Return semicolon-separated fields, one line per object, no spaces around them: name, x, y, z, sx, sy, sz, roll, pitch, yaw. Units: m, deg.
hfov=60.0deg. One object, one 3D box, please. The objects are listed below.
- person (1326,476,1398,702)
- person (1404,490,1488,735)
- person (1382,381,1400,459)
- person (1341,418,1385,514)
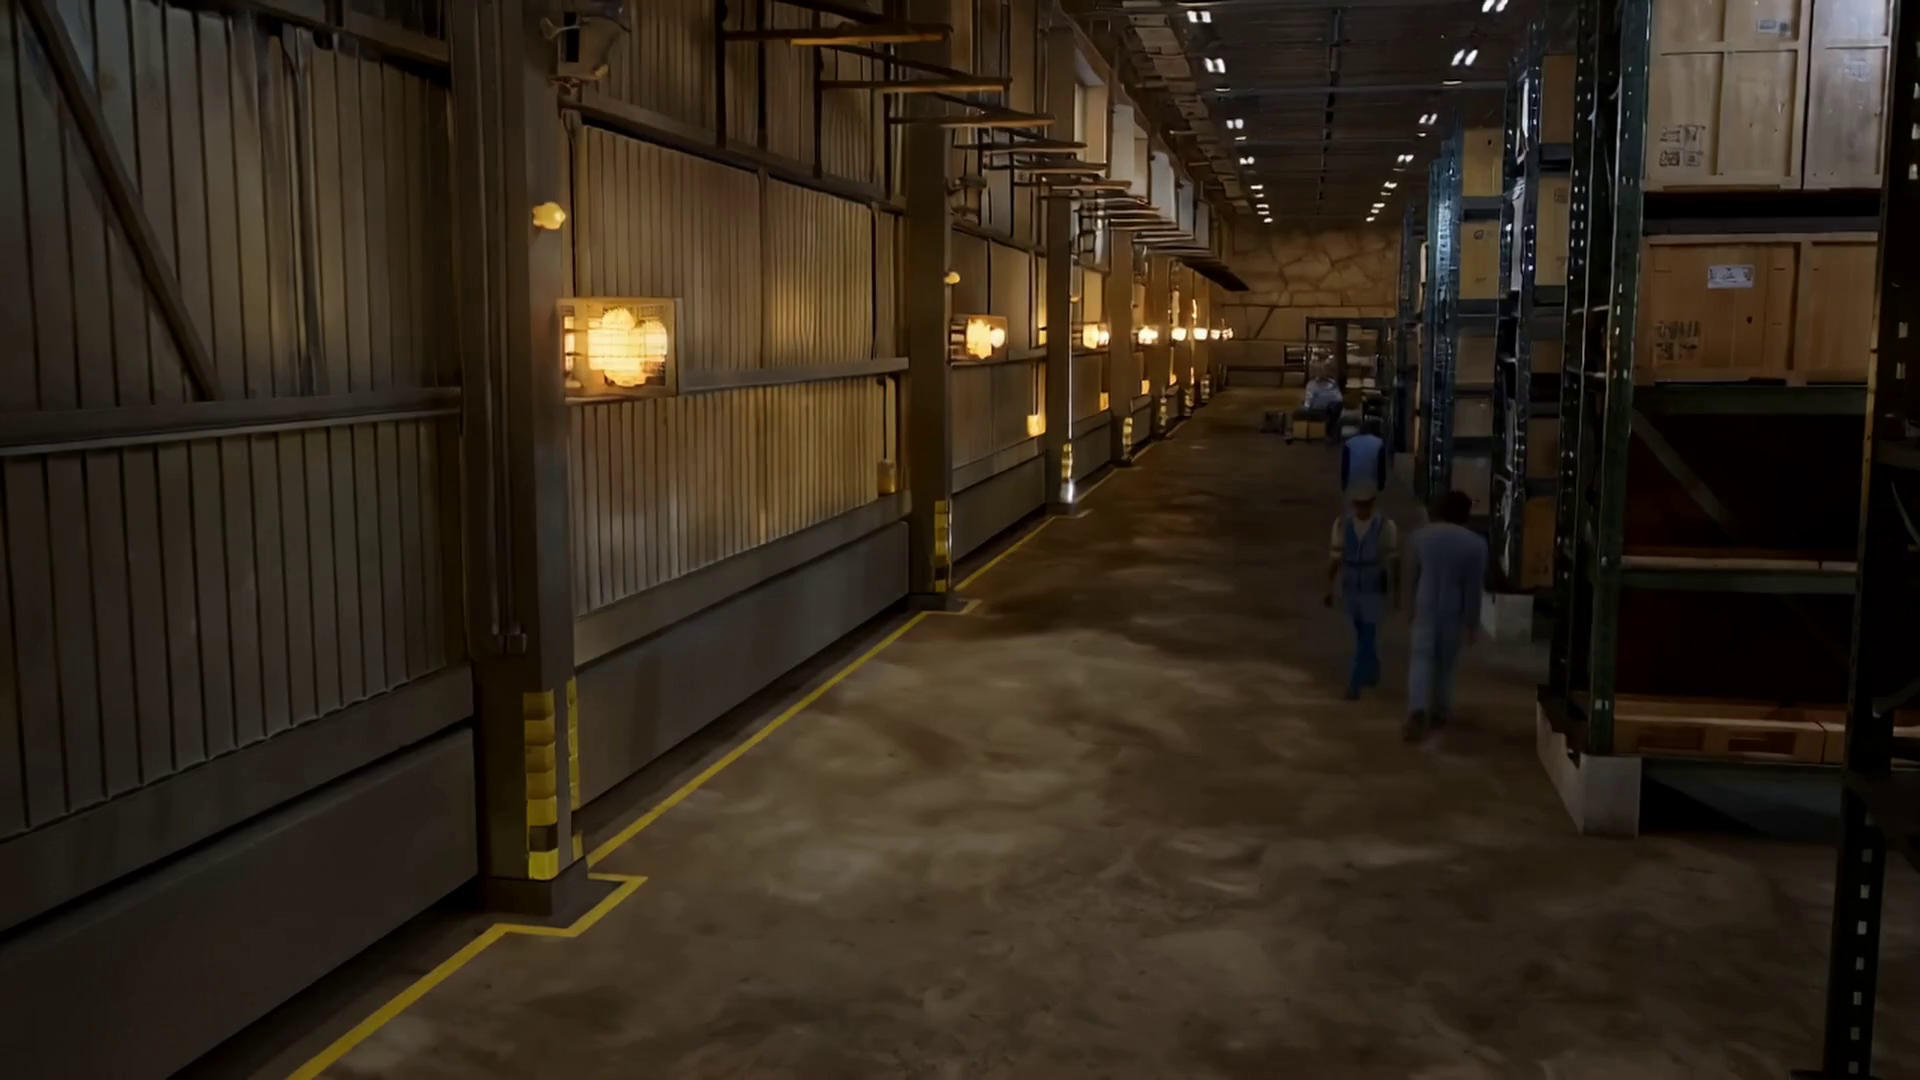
person;3.461;0.384;14.292;0.561;1.889;1.005;4;8;31
person;3.714;0.563;12.848;0.654;1.908;0.971;4;8;30
person;10.636;-2.932;40.622;0.450;1.932;0.614;-6;9;-39
person;6.007;-0.910;24.844;0.646;1.825;0.519;1;7;7
